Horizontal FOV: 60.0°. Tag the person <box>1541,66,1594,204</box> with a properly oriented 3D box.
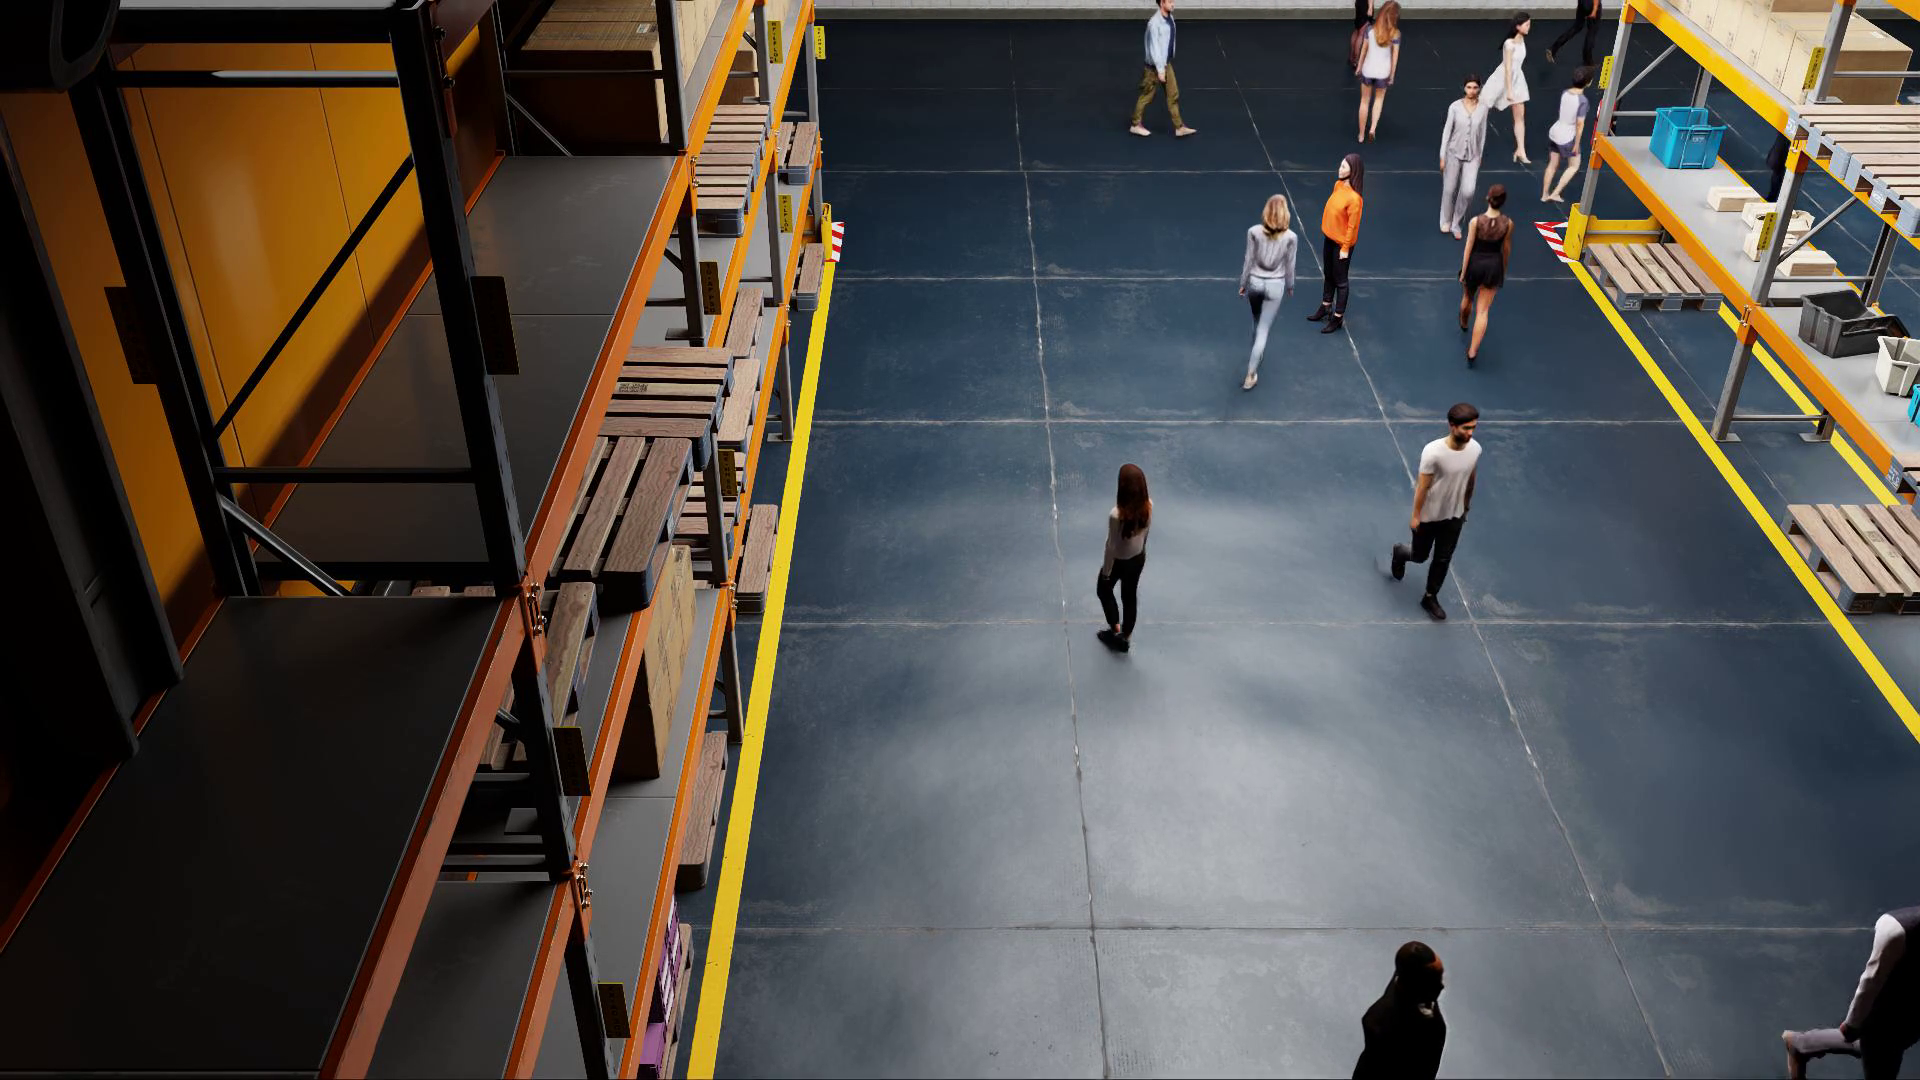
[{"bbox_3d":[6.671,-4.473,18.462,0.743,1.552,0.643,-18,37,-24],"label":"person"}]

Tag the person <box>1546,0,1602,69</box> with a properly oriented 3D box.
[{"bbox_3d":[8.398,-7.229,22.409,0.876,1.773,1.037,-8,34,-11],"label":"person"}]

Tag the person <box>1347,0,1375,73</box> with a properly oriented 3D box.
[{"bbox_3d":[5.462,-7.207,22.437,0.646,1.704,0.431,-1,34,-1],"label":"person"}]

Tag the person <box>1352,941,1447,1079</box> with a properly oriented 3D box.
[{"bbox_3d":[1.953,2.533,7.603,0.855,1.904,0.753,20,39,27],"label":"person"}]

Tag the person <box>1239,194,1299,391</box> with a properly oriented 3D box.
[{"bbox_3d":[2.704,-2.178,14.815,0.864,1.767,1.117,12,36,18],"label":"person"}]

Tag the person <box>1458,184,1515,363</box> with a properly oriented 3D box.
[{"bbox_3d":[4.819,-2.427,15.321,0.747,1.621,1.173,7,34,10],"label":"person"}]

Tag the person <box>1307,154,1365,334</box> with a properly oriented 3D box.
[{"bbox_3d":[3.615,-2.836,15.821,0.731,1.749,0.575,-8,34,-12],"label":"person"}]

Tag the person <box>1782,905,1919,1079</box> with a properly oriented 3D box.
[{"bbox_3d":[4.470,2.228,8.061,0.874,1.906,1.264,-8,35,-12],"label":"person"}]

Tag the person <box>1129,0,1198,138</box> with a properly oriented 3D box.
[{"bbox_3d":[2.318,-5.749,20.184,1.134,1.772,1.146,22,40,30],"label":"person"}]

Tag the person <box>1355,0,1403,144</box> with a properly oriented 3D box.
[{"bbox_3d":[4.996,-5.581,19.984,0.733,1.712,0.761,8,34,12],"label":"person"}]

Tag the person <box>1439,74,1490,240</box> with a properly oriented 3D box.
[{"bbox_3d":[5.340,-4.129,17.760,0.656,1.755,0.706,4,34,6],"label":"person"}]

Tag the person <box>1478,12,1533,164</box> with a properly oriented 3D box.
[{"bbox_3d":[6.307,-5.296,19.547,1.191,1.720,1.165,27,42,35],"label":"person"}]

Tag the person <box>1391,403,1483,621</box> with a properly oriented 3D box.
[{"bbox_3d":[3.418,-0.261,11.985,0.758,1.707,0.941,-8,34,-11],"label":"person"}]

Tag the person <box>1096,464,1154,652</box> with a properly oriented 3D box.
[{"bbox_3d":[1.190,0.172,11.540,0.658,1.479,0.677,-20,38,-27],"label":"person"}]
